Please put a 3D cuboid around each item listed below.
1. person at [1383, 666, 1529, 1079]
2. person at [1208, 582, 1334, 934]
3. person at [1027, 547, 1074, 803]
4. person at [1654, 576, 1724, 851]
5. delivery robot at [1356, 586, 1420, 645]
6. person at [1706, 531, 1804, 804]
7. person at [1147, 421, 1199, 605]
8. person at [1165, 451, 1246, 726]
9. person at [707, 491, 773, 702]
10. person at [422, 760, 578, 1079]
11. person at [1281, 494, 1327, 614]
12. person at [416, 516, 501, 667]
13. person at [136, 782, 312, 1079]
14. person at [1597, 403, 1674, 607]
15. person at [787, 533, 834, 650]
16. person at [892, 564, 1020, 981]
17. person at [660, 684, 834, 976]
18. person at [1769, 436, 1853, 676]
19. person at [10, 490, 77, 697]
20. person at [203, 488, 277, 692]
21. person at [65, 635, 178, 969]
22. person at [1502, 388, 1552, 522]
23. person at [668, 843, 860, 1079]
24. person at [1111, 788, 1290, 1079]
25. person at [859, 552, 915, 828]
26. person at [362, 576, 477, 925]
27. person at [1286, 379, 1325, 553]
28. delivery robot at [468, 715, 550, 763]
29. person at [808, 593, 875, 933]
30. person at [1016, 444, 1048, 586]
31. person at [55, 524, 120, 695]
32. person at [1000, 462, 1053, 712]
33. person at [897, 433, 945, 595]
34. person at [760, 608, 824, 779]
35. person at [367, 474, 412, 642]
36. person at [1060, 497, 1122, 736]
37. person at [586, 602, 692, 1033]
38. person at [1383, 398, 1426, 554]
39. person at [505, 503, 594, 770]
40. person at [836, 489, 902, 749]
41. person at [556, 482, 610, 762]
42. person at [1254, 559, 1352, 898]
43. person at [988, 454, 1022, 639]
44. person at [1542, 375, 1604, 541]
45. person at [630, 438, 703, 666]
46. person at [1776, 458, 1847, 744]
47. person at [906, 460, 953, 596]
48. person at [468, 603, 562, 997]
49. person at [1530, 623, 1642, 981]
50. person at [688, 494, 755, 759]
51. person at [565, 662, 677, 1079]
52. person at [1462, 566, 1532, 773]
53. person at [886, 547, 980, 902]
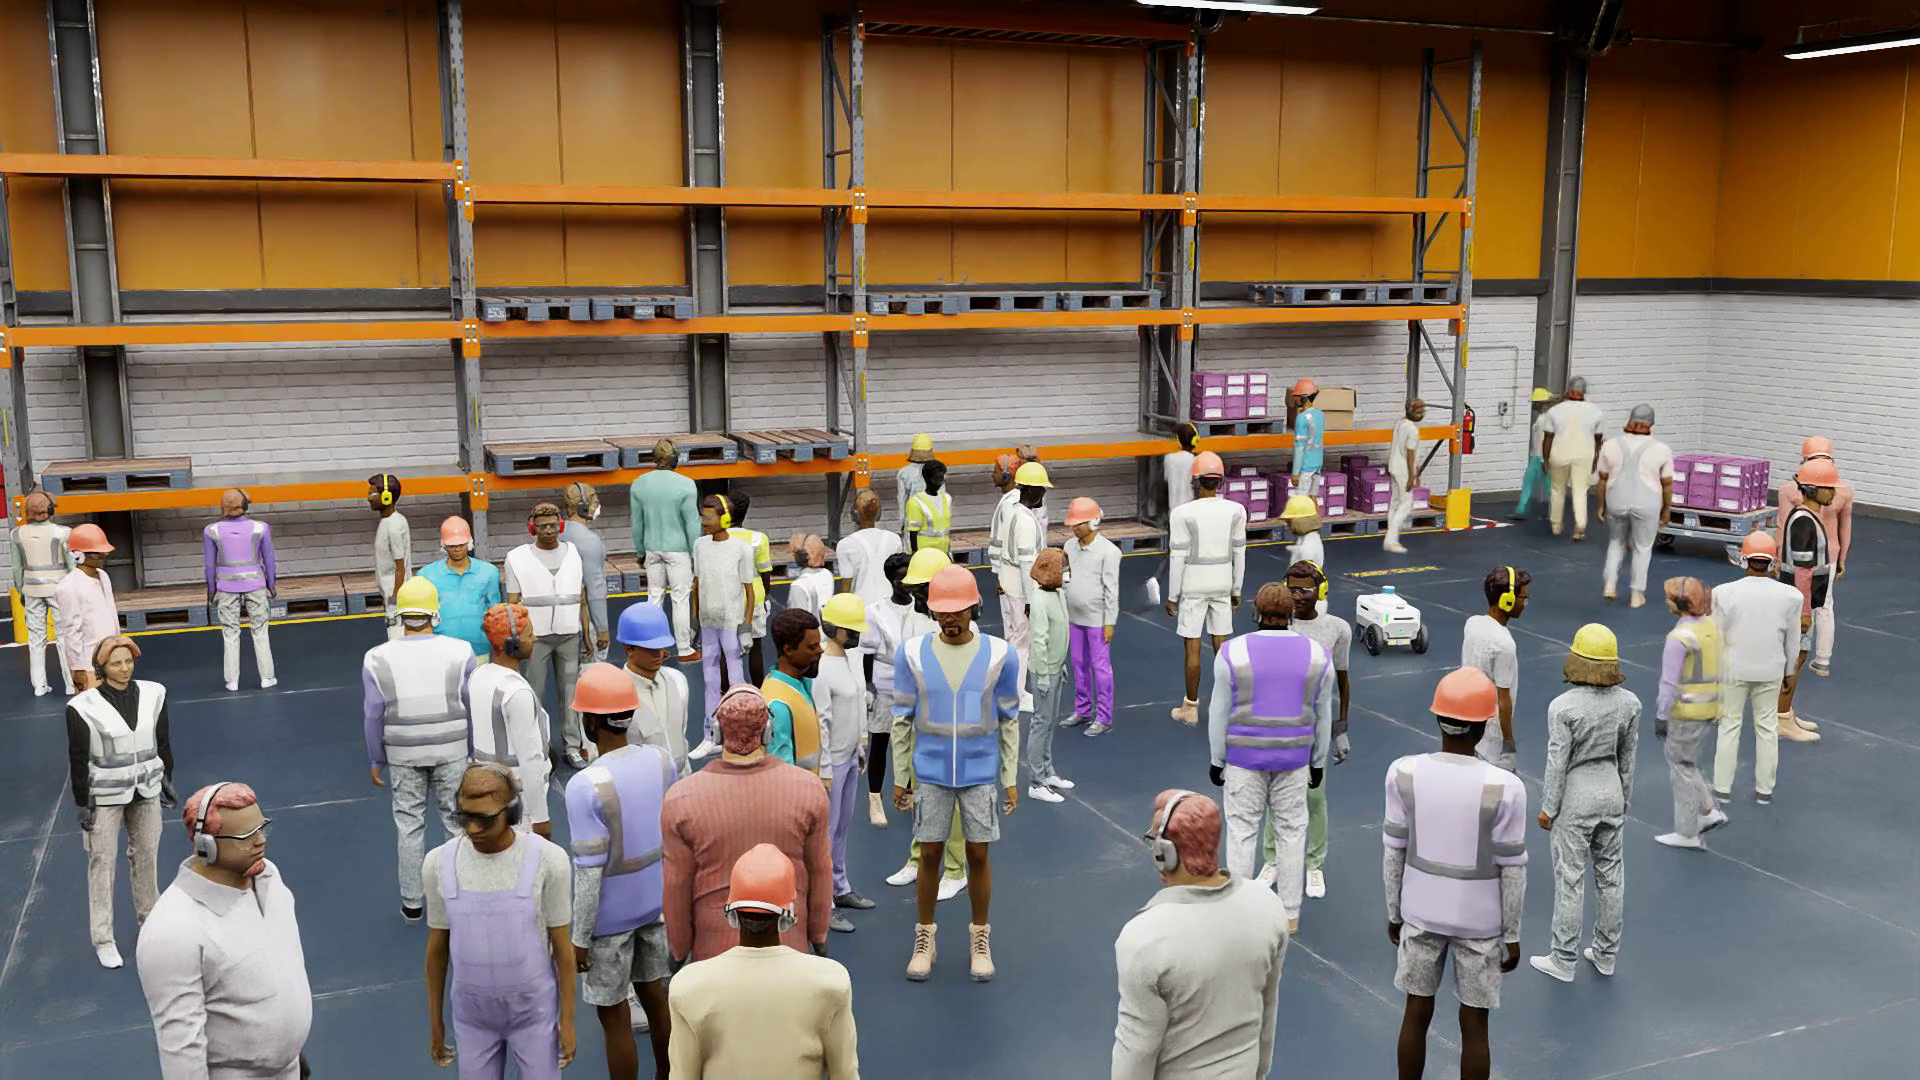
[{"bbox_3d":[1.912,1.443,6.433,0.549,1.935,0.408,6,11,30],"label":"person"},{"bbox_3d":[1.586,1.125,8.556,0.632,1.834,0.431,-1,10,-3],"label":"person"},{"bbox_3d":[0.583,0.850,10.688,0.280,1.633,0.500,3,10,17],"label":"person"},{"bbox_3d":[4.258,1.012,9.758,0.543,1.620,0.366,-9,14,-43],"label":"person"},{"bbox_3d":[3.775,0.649,14.682,0.477,0.478,0.707,-1,10,-8],"label":"delivery robot"},{"bbox_3d":[5.019,0.810,10.569,0.563,1.752,0.325,2,10,10],"label":"person"},{"bbox_3d":[2.145,-0.238,16.327,0.705,1.857,0.504,-10,14,-44],"label":"person"},{"bbox_3d":[1.809,0.360,12.333,0.614,2.043,0.373,-3,10,-18],"label":"person"},{"bbox_3d":[-1.690,0.471,12.687,0.533,1.697,0.319,0,10,-1],"label":"person"},{"bbox_3d":[-1.553,1.623,5.661,0.511,1.837,0.350,0,10,1],"label":"person"},{"bbox_3d":[2.555,0.515,12.327,0.376,1.732,0.586,2,10,13],"label":"person"},{"bbox_3d":[-3.353,0.704,11.182,0.563,1.752,0.326,-4,11,-23],"label":"person"},{"bbox_3d":[-2.214,1.673,5.164,0.409,1.908,0.647,1,10,4],"label":"person"},{"bbox_3d":[6.712,-0.361,16.492,0.707,2.000,0.592,7,12,37],"label":"person"},{"bbox_3d":[-0.992,0.763,11.167,0.315,1.640,0.514,4,11,21],"label":"person"},{"bbox_3d":[-0.022,1.118,7.967,0.615,2.041,0.387,0,10,3],"label":"person"},{"bbox_3d":[-0.797,1.480,6.276,0.639,1.909,0.409,-2,10,-13],"label":"person"},{"bbox_3d":[7.023,0.135,13.764,0.623,1.992,0.397,0,10,2],"label":"person"},{"bbox_3d":[-7.167,0.431,13.087,0.515,1.641,0.308,0,10,-3],"label":"person"},{"bbox_3d":[-5.728,0.401,13.268,0.523,1.636,0.306,-4,11,-21],"label":"person"},{"bbox_3d":[-4.138,1.270,8.247,0.315,1.641,0.515,7,12,34],"label":"person"},{"bbox_3d":[7.442,-1.093,21.581,0.764,1.744,0.525,6,12,31],"label":"person"},{"bbox_3d":[-0.589,1.771,5.035,0.572,1.749,0.343,-1,10,-6],"label":"person"},{"bbox_3d":[0.686,1.686,5.093,0.639,1.907,0.406,-7,12,-34],"label":"person"},{"bbox_3d":[-0.363,0.904,10.192,0.535,1.697,0.322,-5,11,-24],"label":"person"},{"bbox_3d":[-2.785,1.096,8.692,0.587,1.835,0.404,-3,10,-15],"label":"person"},{"bbox_3d":[4.015,-0.859,19.393,0.409,2.035,0.609,7,12,34],"label":"person"},{"bbox_3d":[-3.110,1.280,11.047,0.707,0.478,0.477,-6,11,-30],"label":"delivery robot"},{"bbox_3d":[-0.620,1.139,8.667,0.320,1.761,0.522,3,10,17],"label":"person"},{"bbox_3d":[0.696,-0.130,16.362,0.319,1.631,0.512,-5,11,-25],"label":"person"},{"bbox_3d":[-5.643,0.757,10.875,0.341,1.749,0.572,-1,10,-5],"label":"person"},{"bbox_3d":[0.506,0.358,12.705,0.396,1.920,0.586,-1,10,-6],"label":"person"},{"bbox_3d":[-0.362,-0.173,16.274,0.491,1.742,0.300,2,10,14],"label":"person"},{"bbox_3d":[-0.793,1.247,7.583,0.370,1.916,0.597,0,10,-1],"label":"person"},{"bbox_3d":[-4.253,0.430,12.430,0.328,1.872,0.509,-4,11,-23],"label":"person"},{"bbox_3d":[0.919,0.547,12.135,0.354,1.739,0.575,-8,12,-38],"label":"person"},{"bbox_3d":[-1.429,1.233,7.576,0.392,1.946,0.616,6,12,33],"label":"person"},{"bbox_3d":[5.160,-0.758,19.410,0.398,1.831,0.642,-2,10,-9],"label":"person"},{"bbox_3d":[-2.759,0.656,11.192,0.571,1.844,0.376,-6,11,-30],"label":"person"},{"bbox_3d":[-0.650,0.558,11.761,0.505,1.846,0.346,-6,11,-31],"label":"person"},{"bbox_3d":[-2.603,0.558,11.493,0.372,1.940,0.631,-8,13,-39],"label":"person"},{"bbox_3d":[1.857,1.017,9.046,0.526,1.869,0.315,4,11,20],"label":"person"},{"bbox_3d":[0.392,0.238,13.497,0.356,1.883,0.572,1,10,8],"label":"person"},{"bbox_3d":[7.481,-1.028,20.337,0.690,2.000,0.874,4,10,20],"label":"person"},{"bbox_3d":[-2.476,0.106,14.095,0.627,1.940,0.375,3,10,19],"label":"person"},{"bbox_3d":[6.079,0.428,11.939,0.376,2.041,0.615,5,11,25],"label":"person"},{"bbox_3d":[-0.260,0.130,14.669,0.322,1.691,0.535,9,13,41],"label":"person"},{"bbox_3d":[-2.084,1.225,7.812,0.355,1.882,0.576,-8,13,-39],"label":"person"},{"bbox_3d":[3.012,1.258,8.022,0.487,1.744,0.297,-3,10,-16],"label":"person"},{"bbox_3d":[-1.646,0.606,11.429,0.514,1.868,0.328,5,11,24],"label":"person"},{"bbox_3d":[-1.343,1.428,6.483,0.375,1.935,0.551,5,11,29],"label":"person"},{"bbox_3d":[2.846,1.048,8.928,0.334,1.856,0.527,-1,10,-7],"label":"person"},{"bbox_3d":[-0.146,0.989,9.038,0.585,1.929,0.370,10,14,44],"label":"person"}]
